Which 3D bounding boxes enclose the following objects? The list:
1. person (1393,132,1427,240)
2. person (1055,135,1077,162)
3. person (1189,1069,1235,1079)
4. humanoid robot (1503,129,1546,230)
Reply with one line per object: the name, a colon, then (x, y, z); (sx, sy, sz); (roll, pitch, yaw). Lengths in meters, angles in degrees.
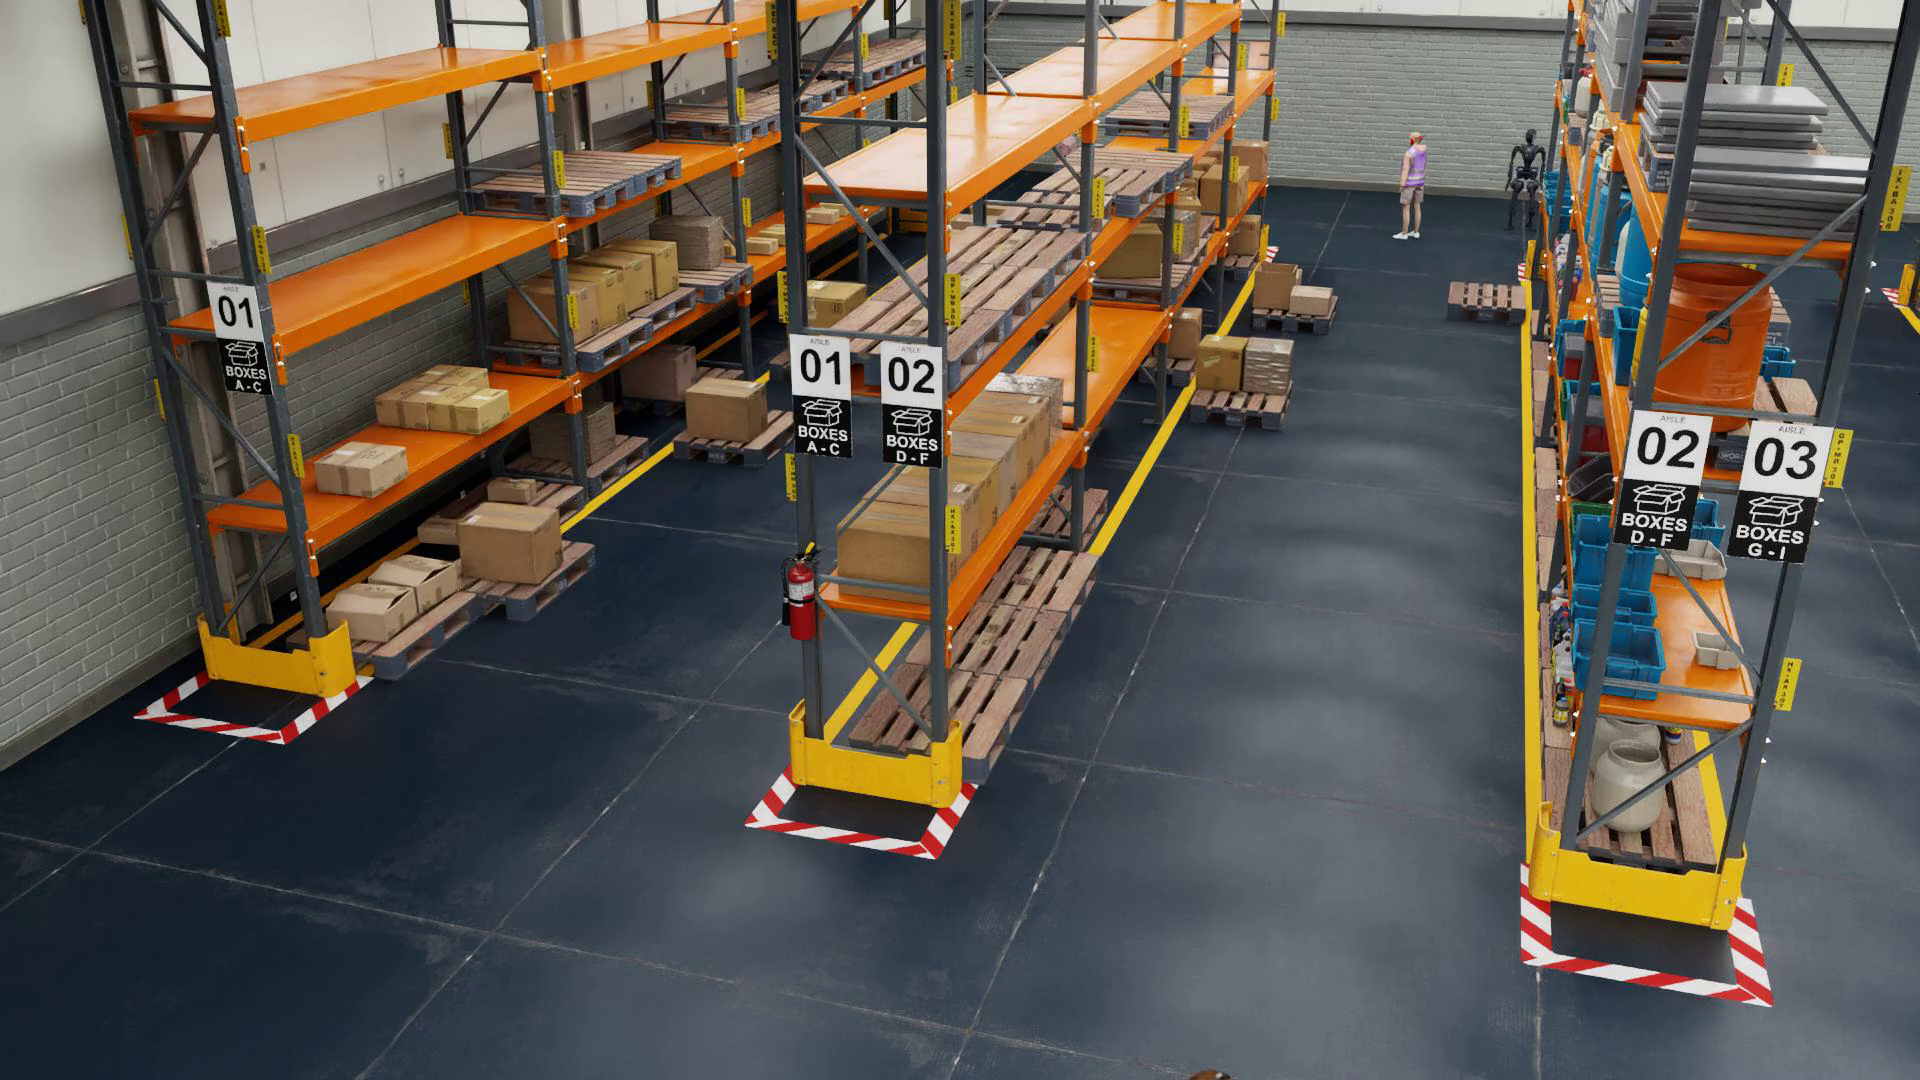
person: (7.179, -5.620, 26.416); (0.489, 1.688, 0.352); (-14, 27, -29)
person: (1.717, -5.926, 26.980); (0.331, 1.801, 0.524); (9, 25, 20)
person: (1.078, 2.881, 6.550); (0.658, 1.820, 0.627); (14, 27, 30)
humanoid robot: (9.166, -5.838, 26.928); (0.616, 1.637, 0.384); (8, 25, 19)
